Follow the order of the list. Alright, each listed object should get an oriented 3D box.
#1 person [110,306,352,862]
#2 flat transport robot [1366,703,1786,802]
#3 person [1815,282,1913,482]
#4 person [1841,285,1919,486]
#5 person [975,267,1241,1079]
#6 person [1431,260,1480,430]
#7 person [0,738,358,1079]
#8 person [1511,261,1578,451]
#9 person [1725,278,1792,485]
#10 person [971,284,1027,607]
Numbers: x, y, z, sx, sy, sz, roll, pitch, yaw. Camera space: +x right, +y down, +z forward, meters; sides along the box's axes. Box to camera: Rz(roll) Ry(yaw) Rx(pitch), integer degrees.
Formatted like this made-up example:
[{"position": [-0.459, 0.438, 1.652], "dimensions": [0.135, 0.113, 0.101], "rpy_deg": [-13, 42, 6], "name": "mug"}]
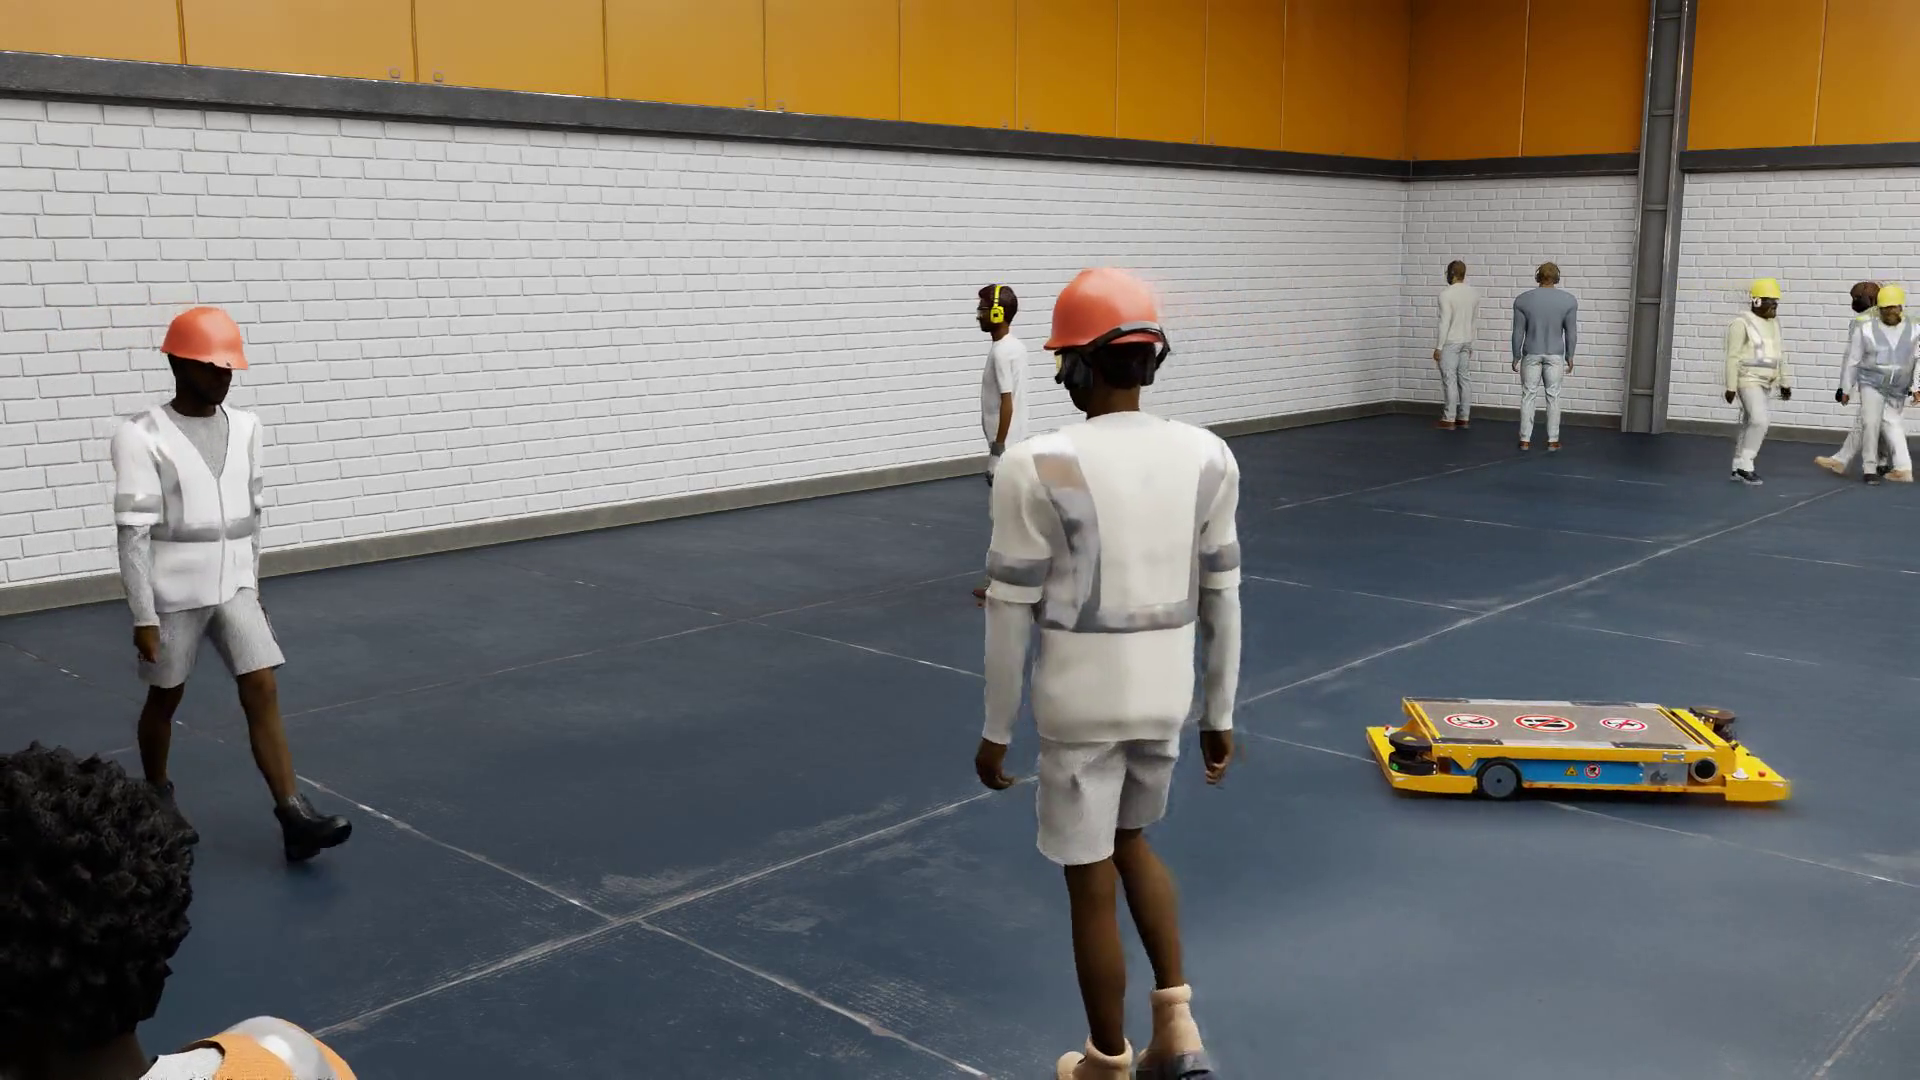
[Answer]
[{"position": [-2.508, 0.169, 5.583], "dimensions": [1.021, 1.869, 0.584], "rpy_deg": [7, 12, 34], "name": "person"}, {"position": [2.369, 0.808, 6.517], "dimensions": [1.431, 0.197, 0.652], "rpy_deg": [1, 10, 5], "name": "flat transport robot"}, {"position": [8.210, -1.426, 14.985], "dimensions": [0.635, 1.766, 0.991], "rpy_deg": [-6, 12, -32], "name": "person"}, {"position": [8.210, -1.387, 14.809], "dimensions": [0.620, 1.771, 0.870], "rpy_deg": [2, 10, 12], "name": "person"}, {"position": [0.340, 0.386, 3.919], "dimensions": [0.603, 2.028, 0.433], "rpy_deg": [-5, 11, -27], "name": "person"}, {"position": [5.679, -2.233, 19.087], "dimensions": [0.635, 1.937, 0.355], "rpy_deg": [-7, 12, -34], "name": "person"}, {"position": [-0.681, 0.995, 1.419], "dimensions": [0.320, 1.693, 0.535], "rpy_deg": [3, 10, 16], "name": "person"}, {"position": [5.990, -1.882, 17.084], "dimensions": [0.636, 1.939, 0.362], "rpy_deg": [3, 11, 19], "name": "person"}, {"position": [7.030, -1.379, 14.591], "dimensions": [0.604, 1.812, 0.570], "rpy_deg": [-7, 12, -33], "name": "person"}, {"position": [0.233, -0.533, 9.643], "dimensions": [0.410, 1.874, 0.566], "rpy_deg": [1, 10, 7], "name": "person"}]
